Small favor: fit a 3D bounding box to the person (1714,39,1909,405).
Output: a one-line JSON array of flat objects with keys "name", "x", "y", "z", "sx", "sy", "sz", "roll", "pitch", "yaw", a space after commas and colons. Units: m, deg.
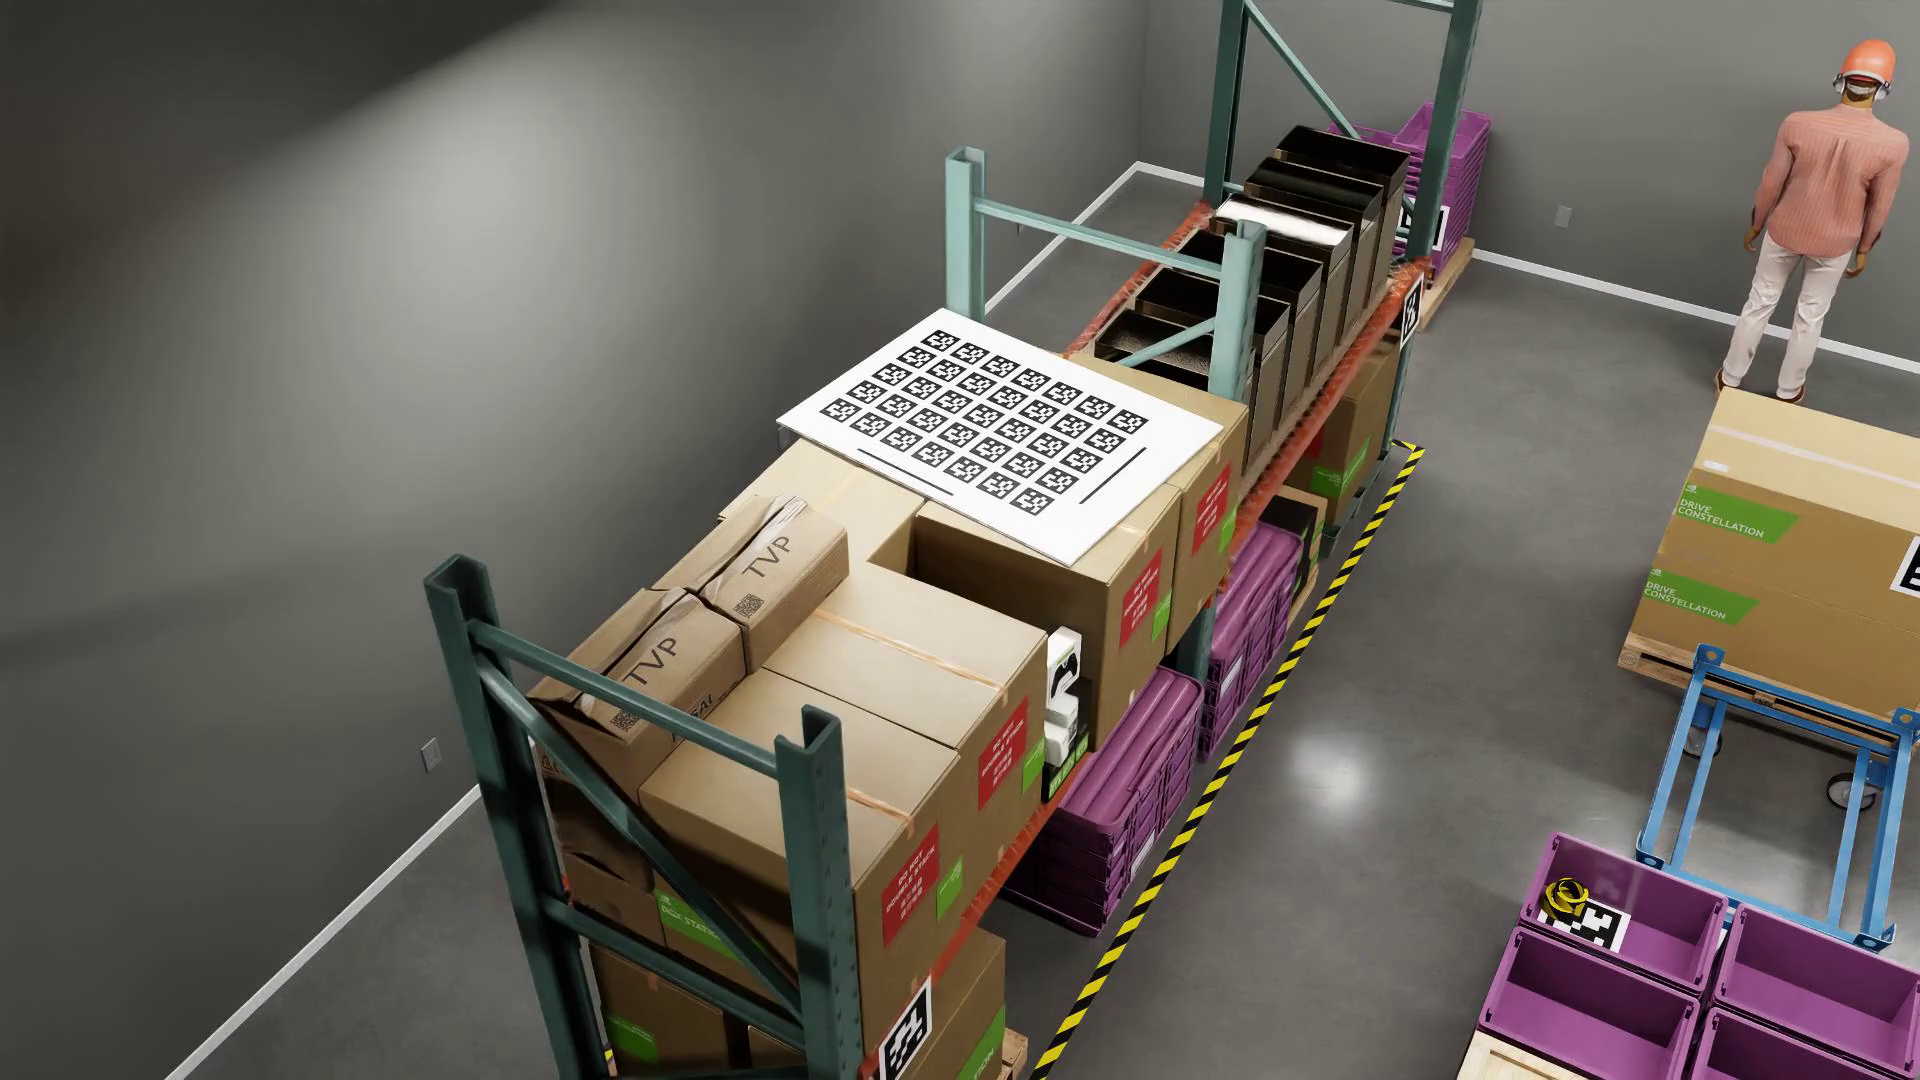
[{"name": "person", "x": 4.303, "y": -1.549, "z": 8.405, "sx": 0.608, "sy": 1.988, "sz": 0.392, "roll": 21, "pitch": 44, "yaw": 23}]
